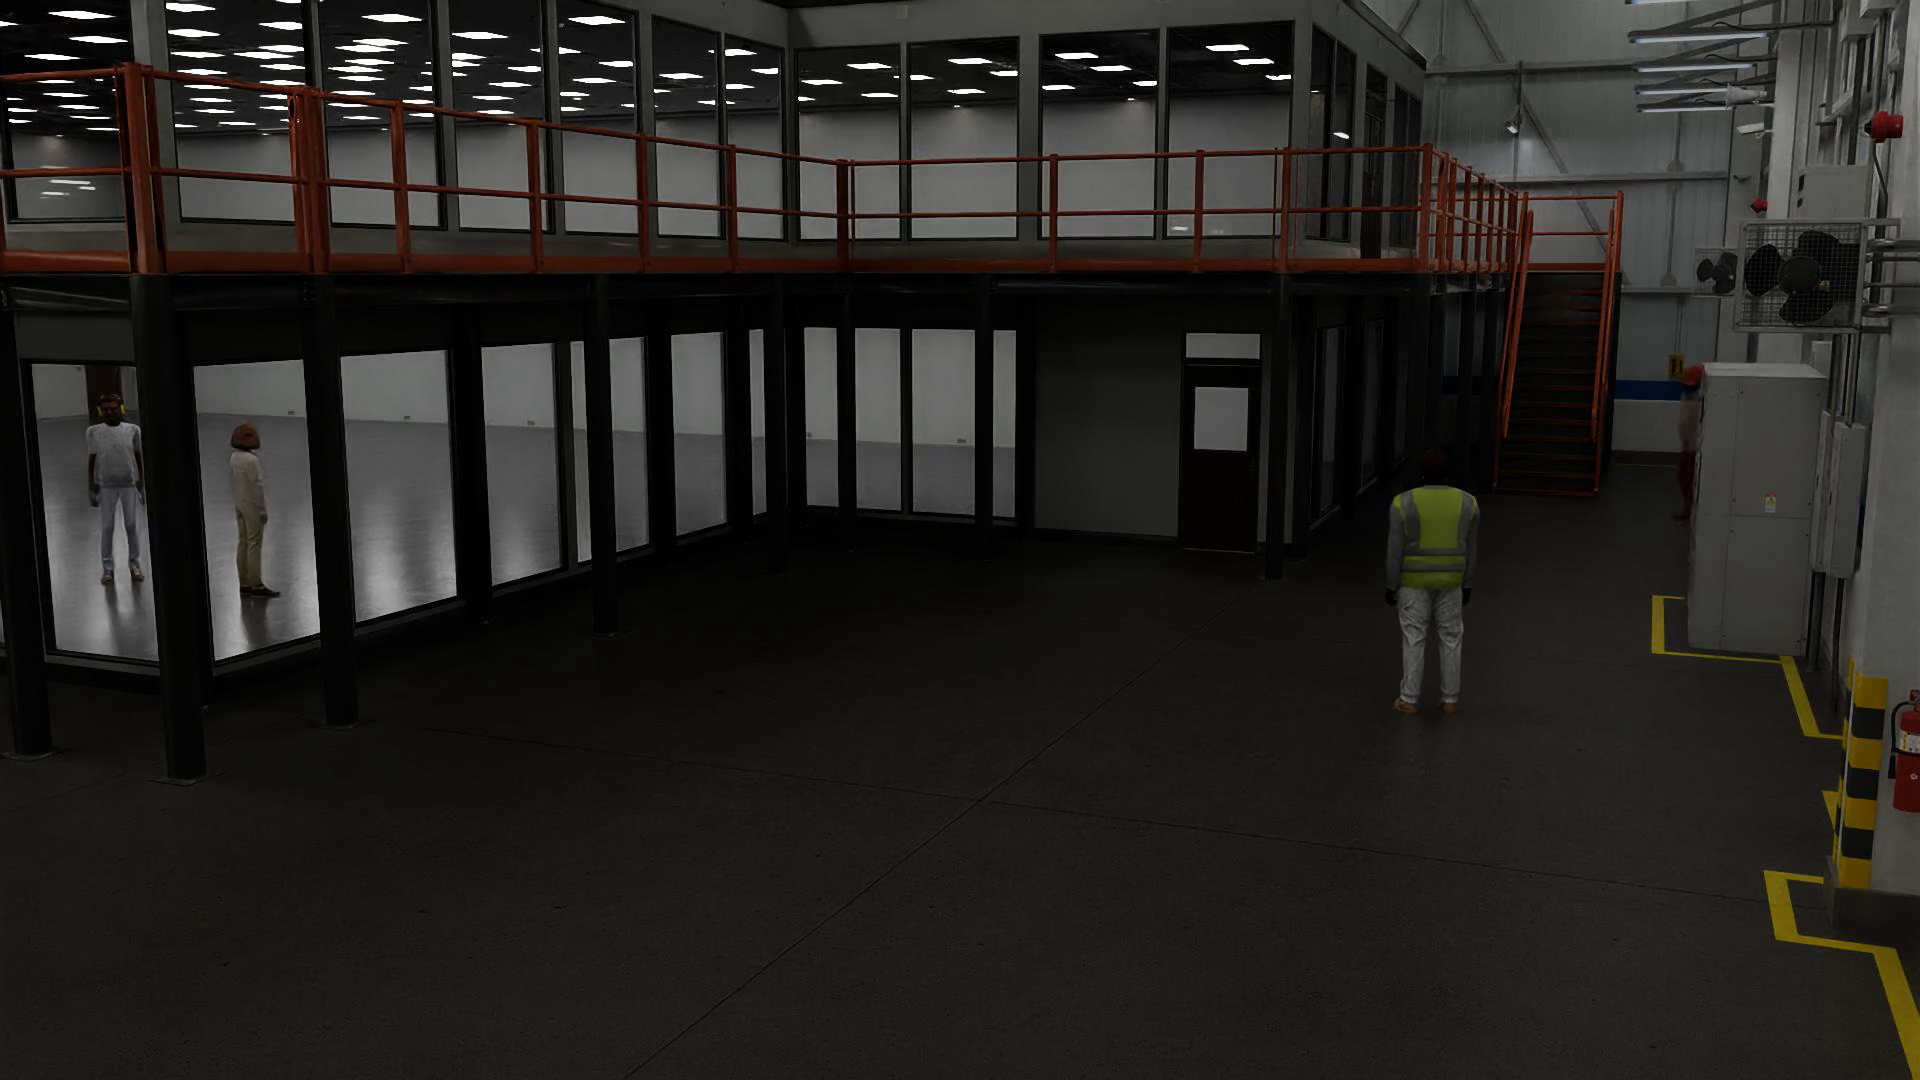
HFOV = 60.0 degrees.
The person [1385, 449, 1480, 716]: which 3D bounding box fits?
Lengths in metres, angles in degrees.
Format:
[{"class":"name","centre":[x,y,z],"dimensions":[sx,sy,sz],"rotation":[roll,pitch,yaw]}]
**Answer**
[{"class":"person","centre":[3.224,0.297,11.432],"dimensions":[0.624,1.845,0.430],"rotation":[0,9,0]}]

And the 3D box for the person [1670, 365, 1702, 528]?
[{"class":"person","centre":[8.701,-1.110,19.792],"dimensions":[0.514,1.947,0.710],"rotation":[0,9,0]}]
